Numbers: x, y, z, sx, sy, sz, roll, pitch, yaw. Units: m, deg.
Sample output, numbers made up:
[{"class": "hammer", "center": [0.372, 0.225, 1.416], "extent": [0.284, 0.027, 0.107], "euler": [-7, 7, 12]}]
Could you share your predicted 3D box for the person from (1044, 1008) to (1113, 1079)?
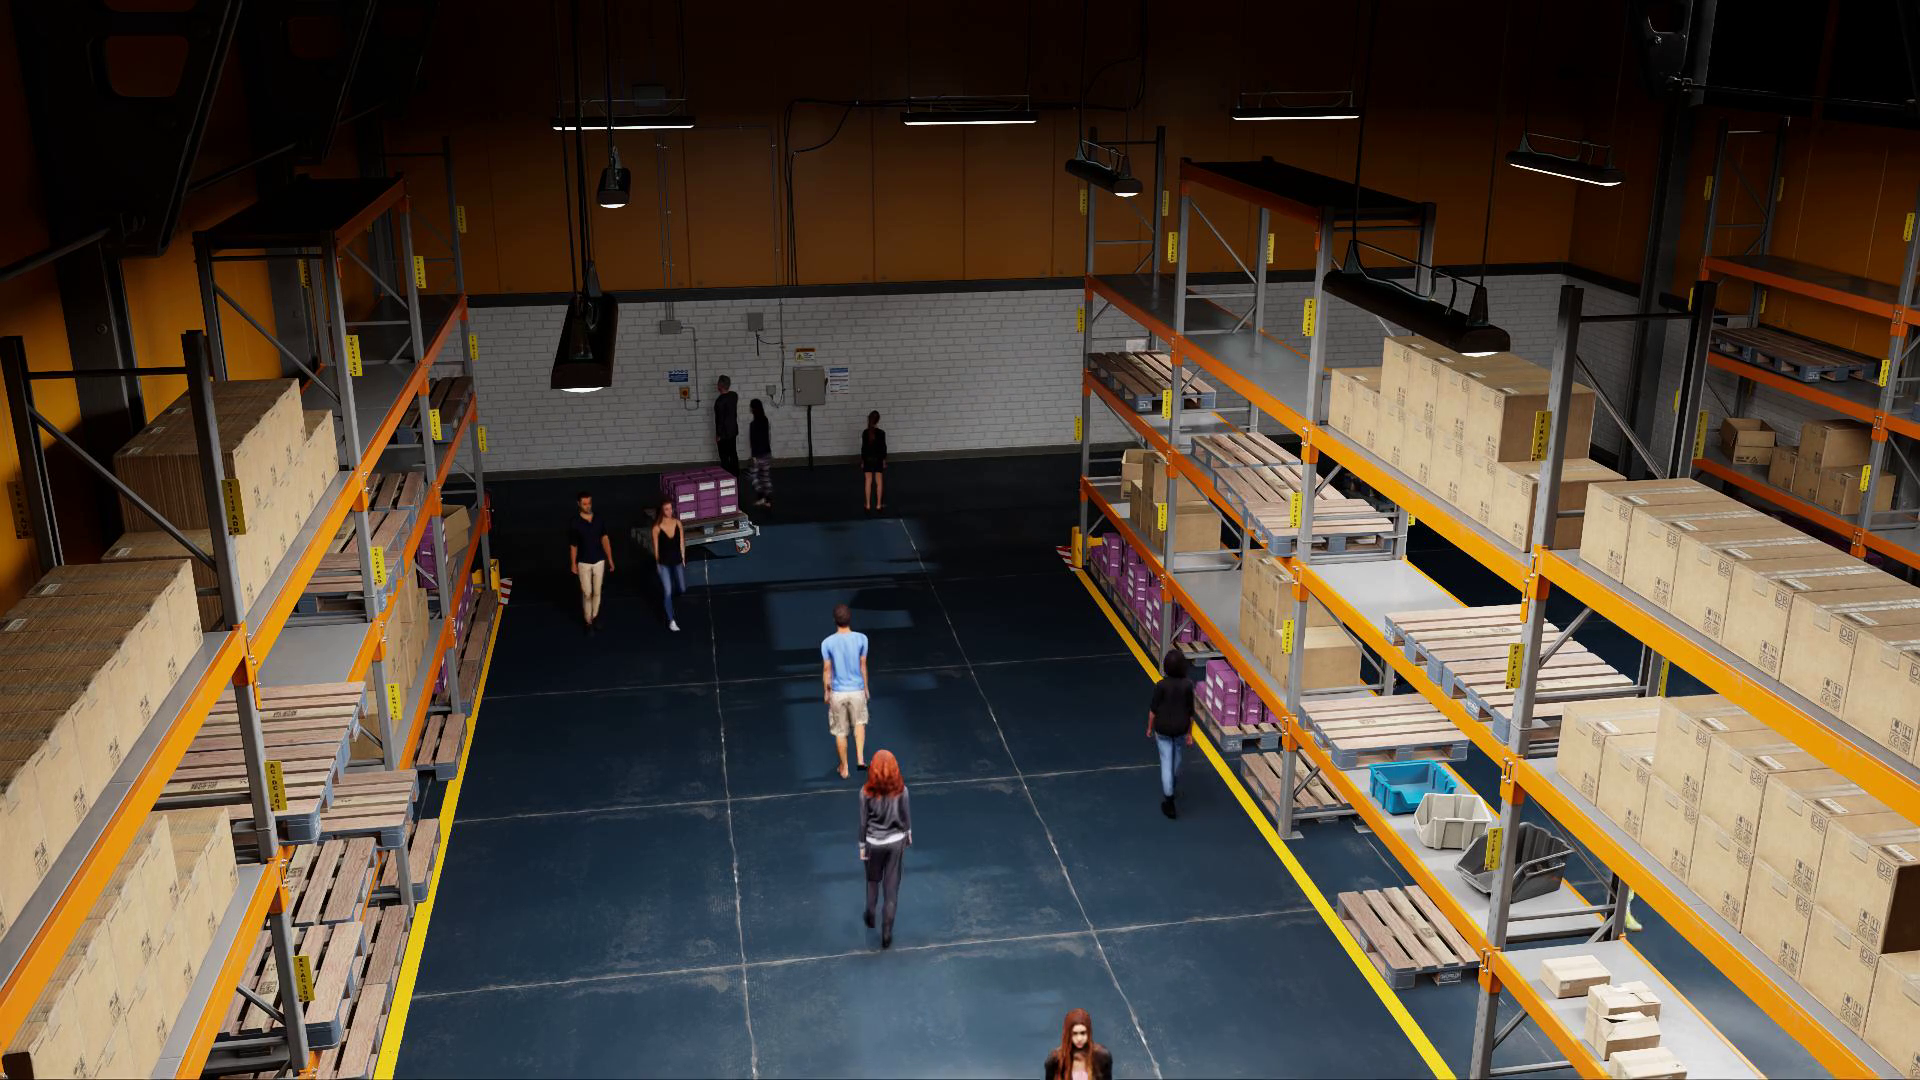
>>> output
[{"class": "person", "center": [0.763, 3.729, 10.698], "extent": [0.664, 1.699, 0.960], "euler": [-1, 19, -3]}]

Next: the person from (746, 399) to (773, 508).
[{"class": "person", "center": [-3.008, -1.328, 25.677], "extent": [0.786, 1.725, 0.722], "euler": [12, 22, 31]}]

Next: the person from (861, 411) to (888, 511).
[{"class": "person", "center": [-1.350, -1.233, 25.662], "extent": [0.615, 1.555, 0.605], "euler": [-1, 19, -4]}]

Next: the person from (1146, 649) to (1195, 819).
[{"class": "person", "center": [2.075, 1.907, 16.149], "extent": [0.576, 1.675, 0.883], "euler": [-4, 19, -13]}]

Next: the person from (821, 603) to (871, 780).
[{"class": "person", "center": [-1.127, 1.576, 16.864], "extent": [0.650, 1.846, 0.707], "euler": [-4, 19, -12]}]

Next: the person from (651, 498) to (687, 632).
[{"class": "person", "center": [-3.692, 0.275, 20.943], "extent": [0.792, 1.707, 0.962], "euler": [-12, 22, -32]}]

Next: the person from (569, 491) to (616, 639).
[{"class": "person", "center": [-4.649, 0.253, 20.800], "extent": [0.798, 1.840, 0.883], "euler": [-12, 22, -32]}]

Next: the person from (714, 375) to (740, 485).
[{"class": "person", "center": [-3.764, -1.761, 26.778], "extent": [0.863, 1.842, 0.742], "euler": [7, 20, 20]}]

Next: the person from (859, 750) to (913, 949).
[{"class": "person", "center": [-0.623, 2.614, 13.914], "extent": [0.645, 1.761, 0.775], "euler": [-1, 19, -3]}]
